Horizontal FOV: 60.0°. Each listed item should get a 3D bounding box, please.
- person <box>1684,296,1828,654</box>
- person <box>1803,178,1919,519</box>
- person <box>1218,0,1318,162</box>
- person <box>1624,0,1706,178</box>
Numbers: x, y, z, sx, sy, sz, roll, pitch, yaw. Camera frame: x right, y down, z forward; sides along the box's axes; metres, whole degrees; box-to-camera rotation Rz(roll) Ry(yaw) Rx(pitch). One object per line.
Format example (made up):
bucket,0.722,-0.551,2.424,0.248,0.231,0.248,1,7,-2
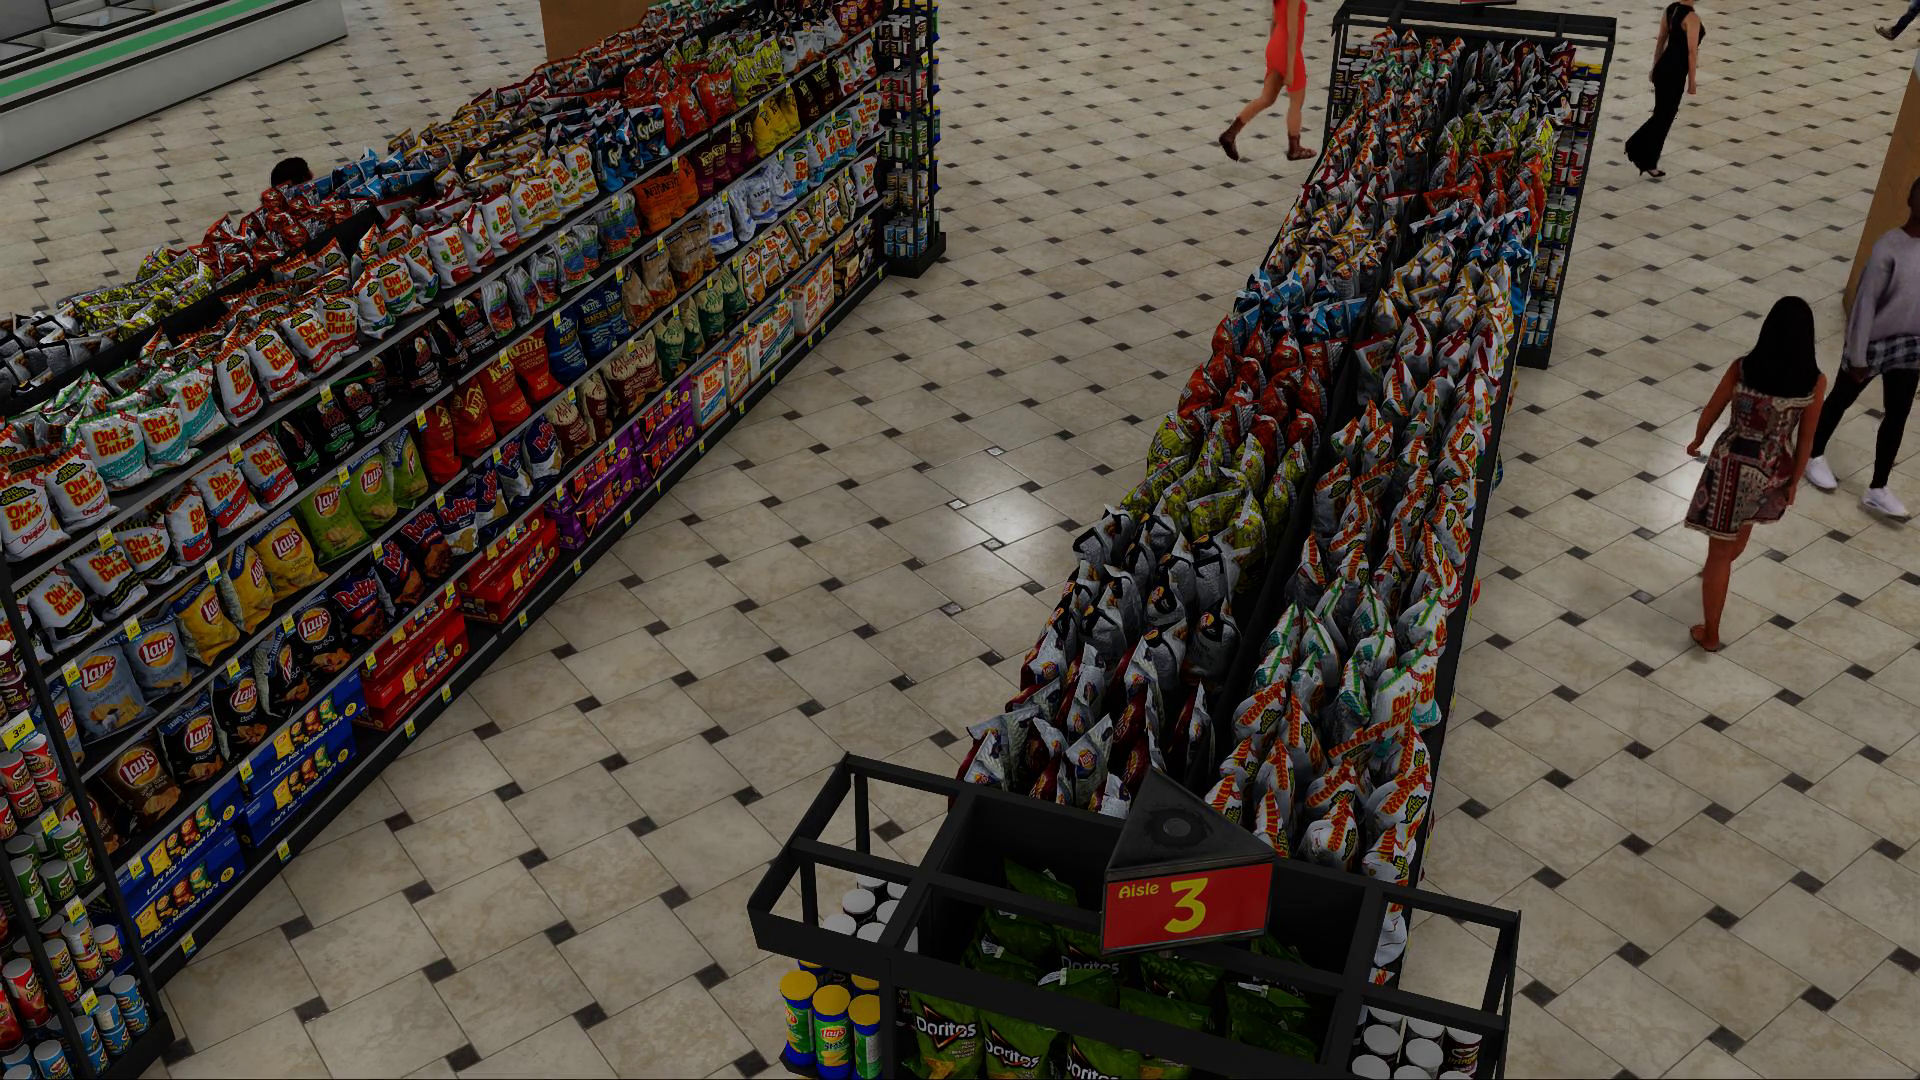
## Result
person,3.515,-0.248,7.414,0.633,1.600,1.080,8,33,13
person,4.681,-1.052,8.565,0.912,1.750,1.052,-5,32,-8
person,2.439,-3.731,12.926,1.062,1.691,1.090,-9,33,-14
person,5.364,-3.538,12.709,0.743,1.592,0.658,-2,32,-4
